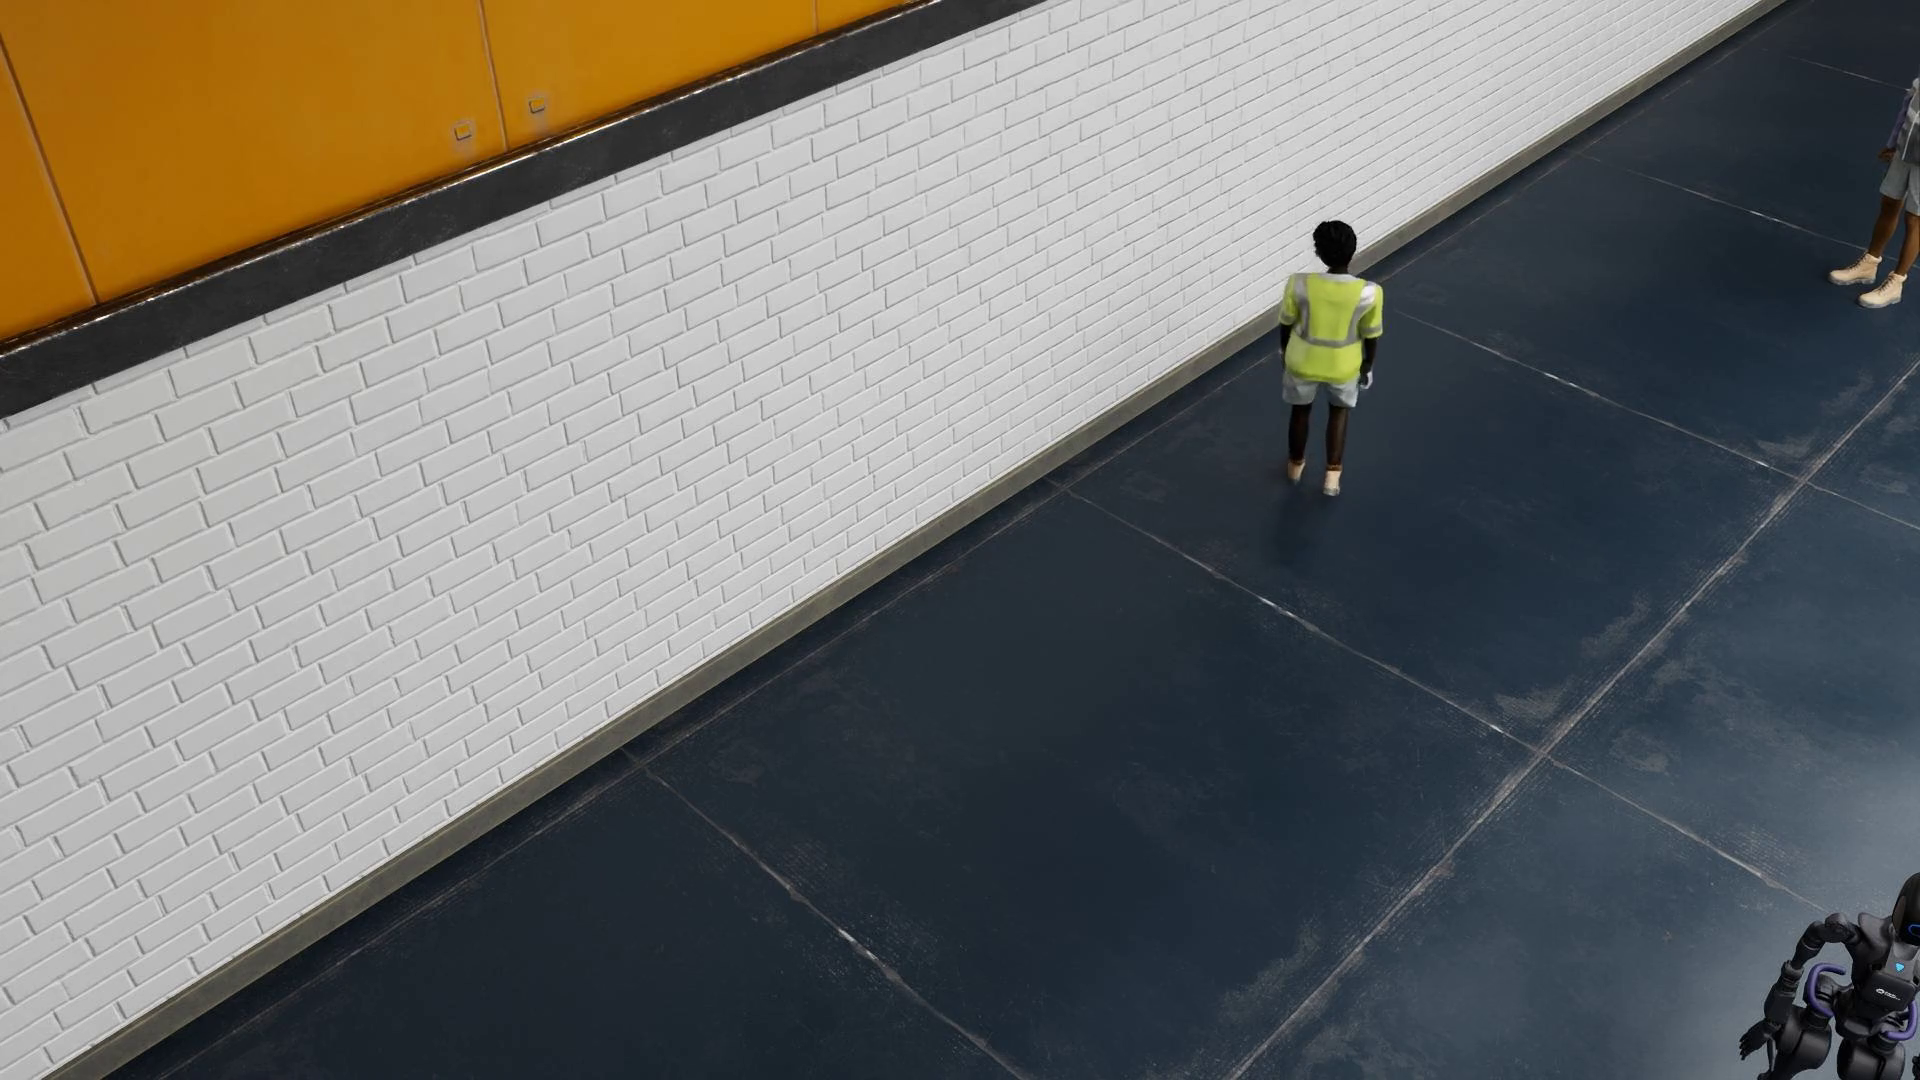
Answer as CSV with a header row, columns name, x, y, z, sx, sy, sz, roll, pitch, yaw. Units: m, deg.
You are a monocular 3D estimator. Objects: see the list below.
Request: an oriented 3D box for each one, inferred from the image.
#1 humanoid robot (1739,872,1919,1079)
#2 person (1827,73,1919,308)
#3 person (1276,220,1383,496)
name,x,y,z,sx,sy,sz,roll,pitch,yaw
humanoid robot,3.020,1.701,5.654,0.599,1.657,0.315,17,42,20
person,6.109,-2.456,10.568,0.362,2.048,0.609,-7,39,-9
person,1.965,-0.981,9.012,0.559,1.680,0.405,7,39,9
